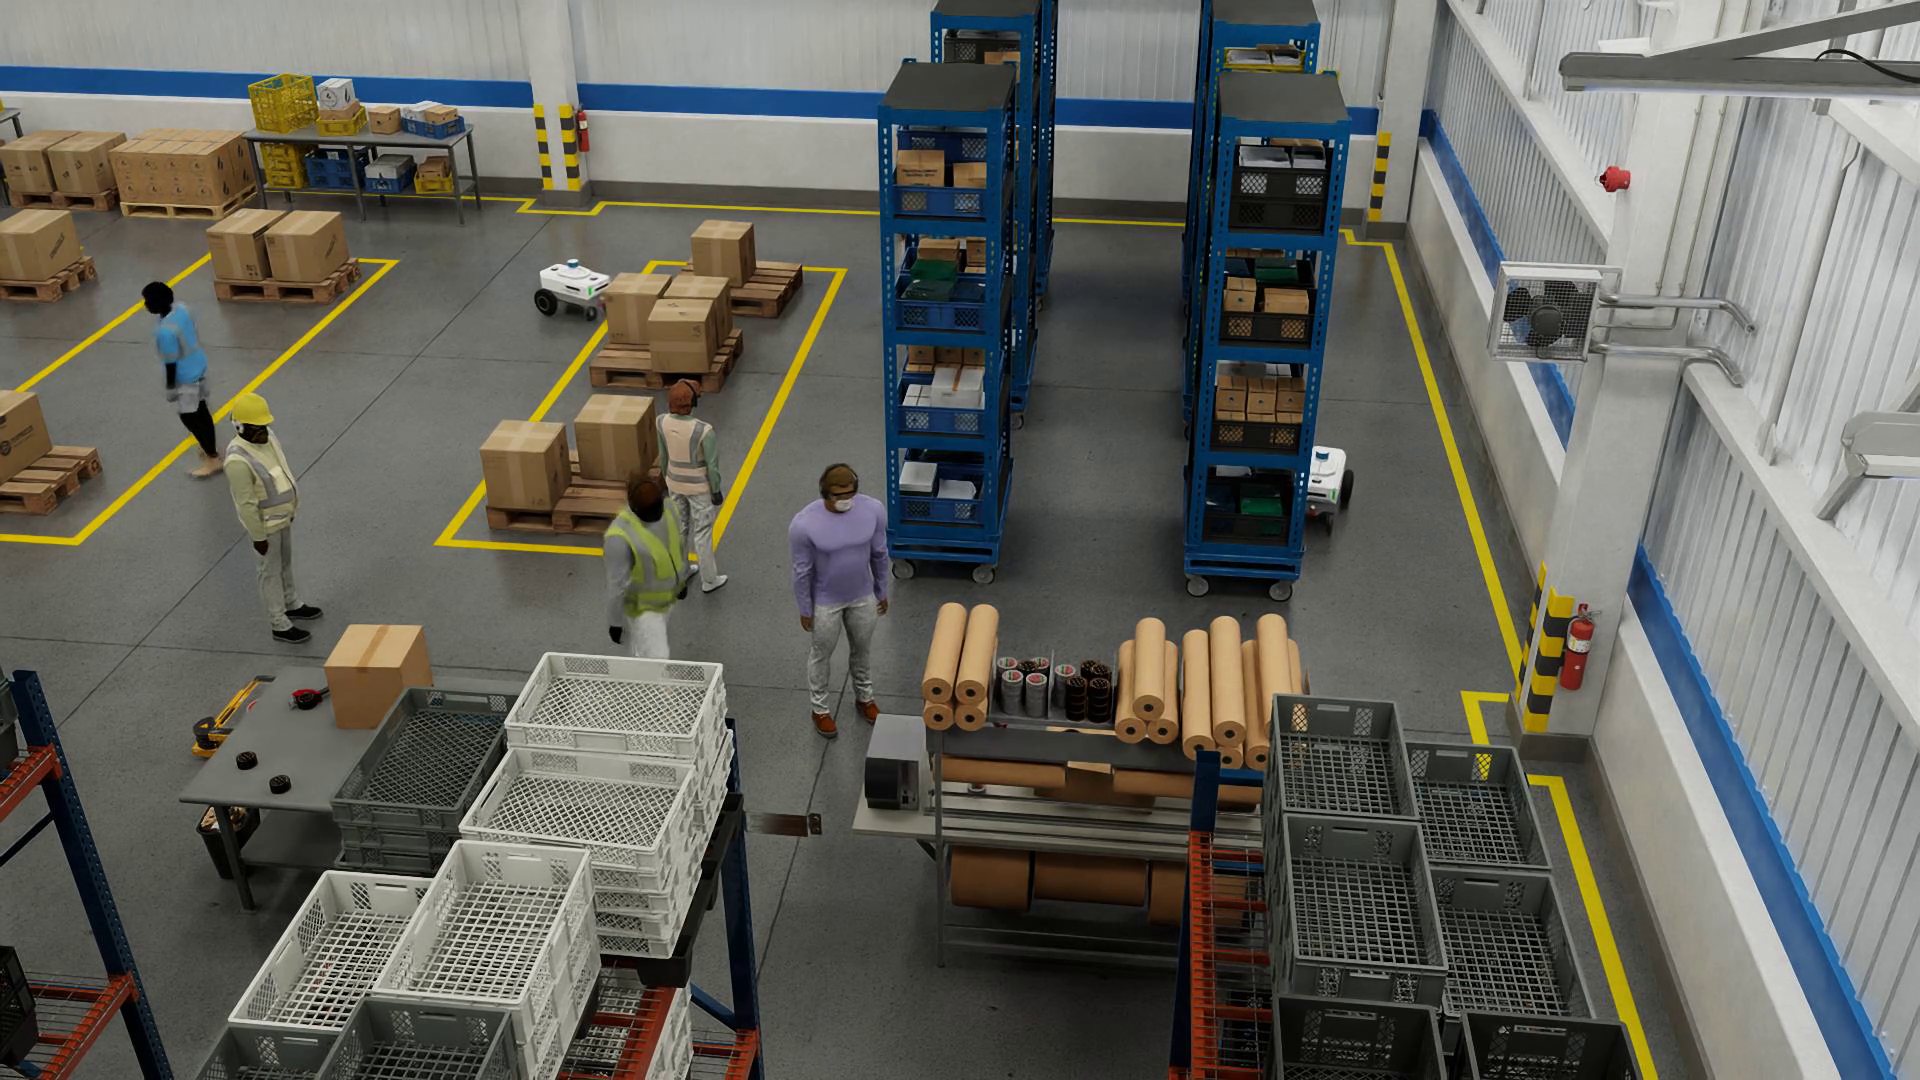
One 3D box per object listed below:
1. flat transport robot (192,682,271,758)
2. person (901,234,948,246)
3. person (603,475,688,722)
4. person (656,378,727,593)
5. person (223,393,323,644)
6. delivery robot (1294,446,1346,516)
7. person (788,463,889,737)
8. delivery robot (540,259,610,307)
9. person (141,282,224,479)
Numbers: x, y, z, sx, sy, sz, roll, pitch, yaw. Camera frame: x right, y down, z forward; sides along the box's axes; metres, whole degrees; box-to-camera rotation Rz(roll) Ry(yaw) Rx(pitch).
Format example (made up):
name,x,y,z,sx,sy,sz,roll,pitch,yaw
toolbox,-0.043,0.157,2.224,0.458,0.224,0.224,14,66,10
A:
name,x,y,z,sx,sy,sz,roll,pitch,yaw
flat transport robot,-4.089,1.163,10.648,1.431,0.197,0.652,3,30,6
person,-0.306,-3.041,16.200,0.652,1.968,0.483,7,31,12
person,-1.922,0.385,10.478,0.623,1.804,0.681,12,32,20
person,-1.936,-0.384,11.962,0.514,1.634,0.313,16,34,25
person,-4.721,-0.169,11.399,0.404,1.829,0.591,-1,30,-1
delivery robot,2.838,-0.493,13.122,0.477,0.478,0.707,9,32,15
person,-0.737,0.357,10.404,0.624,1.930,0.380,-13,33,-21
delivery robot,-3.859,-2.575,16.699,0.707,0.478,0.477,17,34,26
person,-6.306,-1.334,13.553,0.348,1.677,0.619,-2,30,-4
